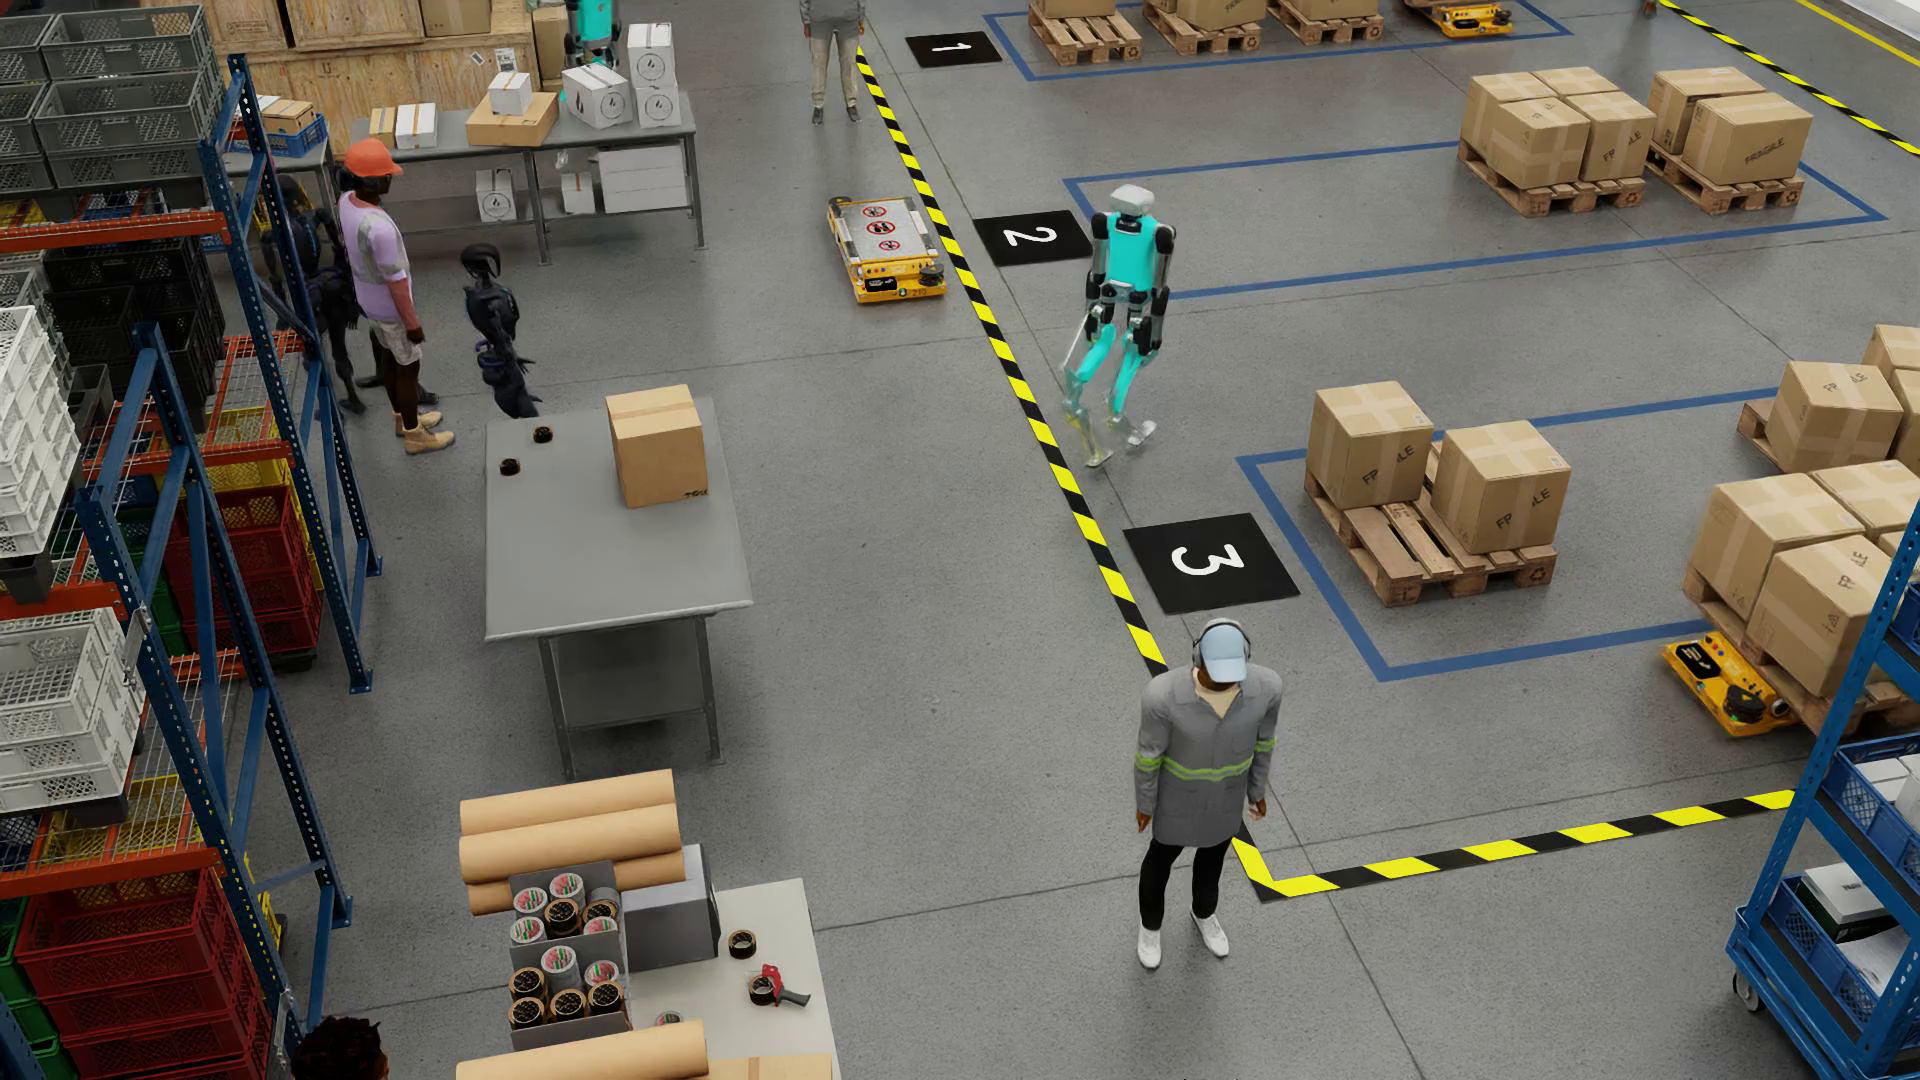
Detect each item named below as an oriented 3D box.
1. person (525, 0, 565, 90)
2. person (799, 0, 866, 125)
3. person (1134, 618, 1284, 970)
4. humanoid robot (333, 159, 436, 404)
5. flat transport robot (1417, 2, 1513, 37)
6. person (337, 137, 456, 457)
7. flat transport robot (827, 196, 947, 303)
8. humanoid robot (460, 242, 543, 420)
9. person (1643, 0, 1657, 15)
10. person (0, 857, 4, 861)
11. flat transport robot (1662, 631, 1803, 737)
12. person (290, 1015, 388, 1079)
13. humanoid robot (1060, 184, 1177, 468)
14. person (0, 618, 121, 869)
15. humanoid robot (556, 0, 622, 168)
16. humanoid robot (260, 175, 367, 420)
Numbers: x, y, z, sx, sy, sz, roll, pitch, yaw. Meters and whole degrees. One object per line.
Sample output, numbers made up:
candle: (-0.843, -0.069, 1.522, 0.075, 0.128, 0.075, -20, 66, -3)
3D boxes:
person: (-3.458, -4.543, 14.264, 0.411, 1.939, 0.602, 22, 42, 27)
person: (-1.085, -4.447, 14.277, 0.569, 1.763, 0.404, -6, 37, -8)
person: (1.000, 1.047, 6.821, 0.589, 1.851, 0.401, -5, 37, -7)
humanoid robot: (-3.756, -1.620, 10.576, 0.609, 1.637, 0.605, 1, 37, 1)
flat transport robot: (4.974, -5.457, 16.865, 0.652, 0.197, 1.431, -8, 37, -10)
person: (-3.409, -1.446, 10.026, 0.406, 2.033, 0.606, -24, 43, -29)
flat transport robot: (-0.570, -2.220, 12.538, 0.659, 0.231, 1.431, -8, 37, -10)
humanoid robot: (-2.617, -0.966, 9.674, 0.352, 1.650, 0.600, -13, 39, -17)
person: (7.129, -6.287, 16.703, 0.590, 1.819, 1.039, 16, 40, 21)
person: (-4.471, 0.929, 7.002, 0.403, 1.823, 0.588, 20, 41, 25)
flat transport robot: (4.505, 0.636, 8.676, 1.431, 0.197, 0.652, -8, 37, -10)
person: (-1.771, 2.170, 5.215, 0.606, 1.966, 0.367, 24, 43, 29)
humanoid robot: (0.880, -1.174, 9.889, 0.552, 1.742, 0.893, 21, 42, 26)
person: (-4.149, 0.787, 7.184, 0.621, 1.838, 0.429, -15, 39, -20)
humanoid robot: (-3.138, -3.904, 13.568, 0.866, 1.771, 0.596, 27, 44, 31)
humanoid robot: (-4.051, -1.506, 10.396, 0.387, 1.646, 0.615, 21, 41, 25)
